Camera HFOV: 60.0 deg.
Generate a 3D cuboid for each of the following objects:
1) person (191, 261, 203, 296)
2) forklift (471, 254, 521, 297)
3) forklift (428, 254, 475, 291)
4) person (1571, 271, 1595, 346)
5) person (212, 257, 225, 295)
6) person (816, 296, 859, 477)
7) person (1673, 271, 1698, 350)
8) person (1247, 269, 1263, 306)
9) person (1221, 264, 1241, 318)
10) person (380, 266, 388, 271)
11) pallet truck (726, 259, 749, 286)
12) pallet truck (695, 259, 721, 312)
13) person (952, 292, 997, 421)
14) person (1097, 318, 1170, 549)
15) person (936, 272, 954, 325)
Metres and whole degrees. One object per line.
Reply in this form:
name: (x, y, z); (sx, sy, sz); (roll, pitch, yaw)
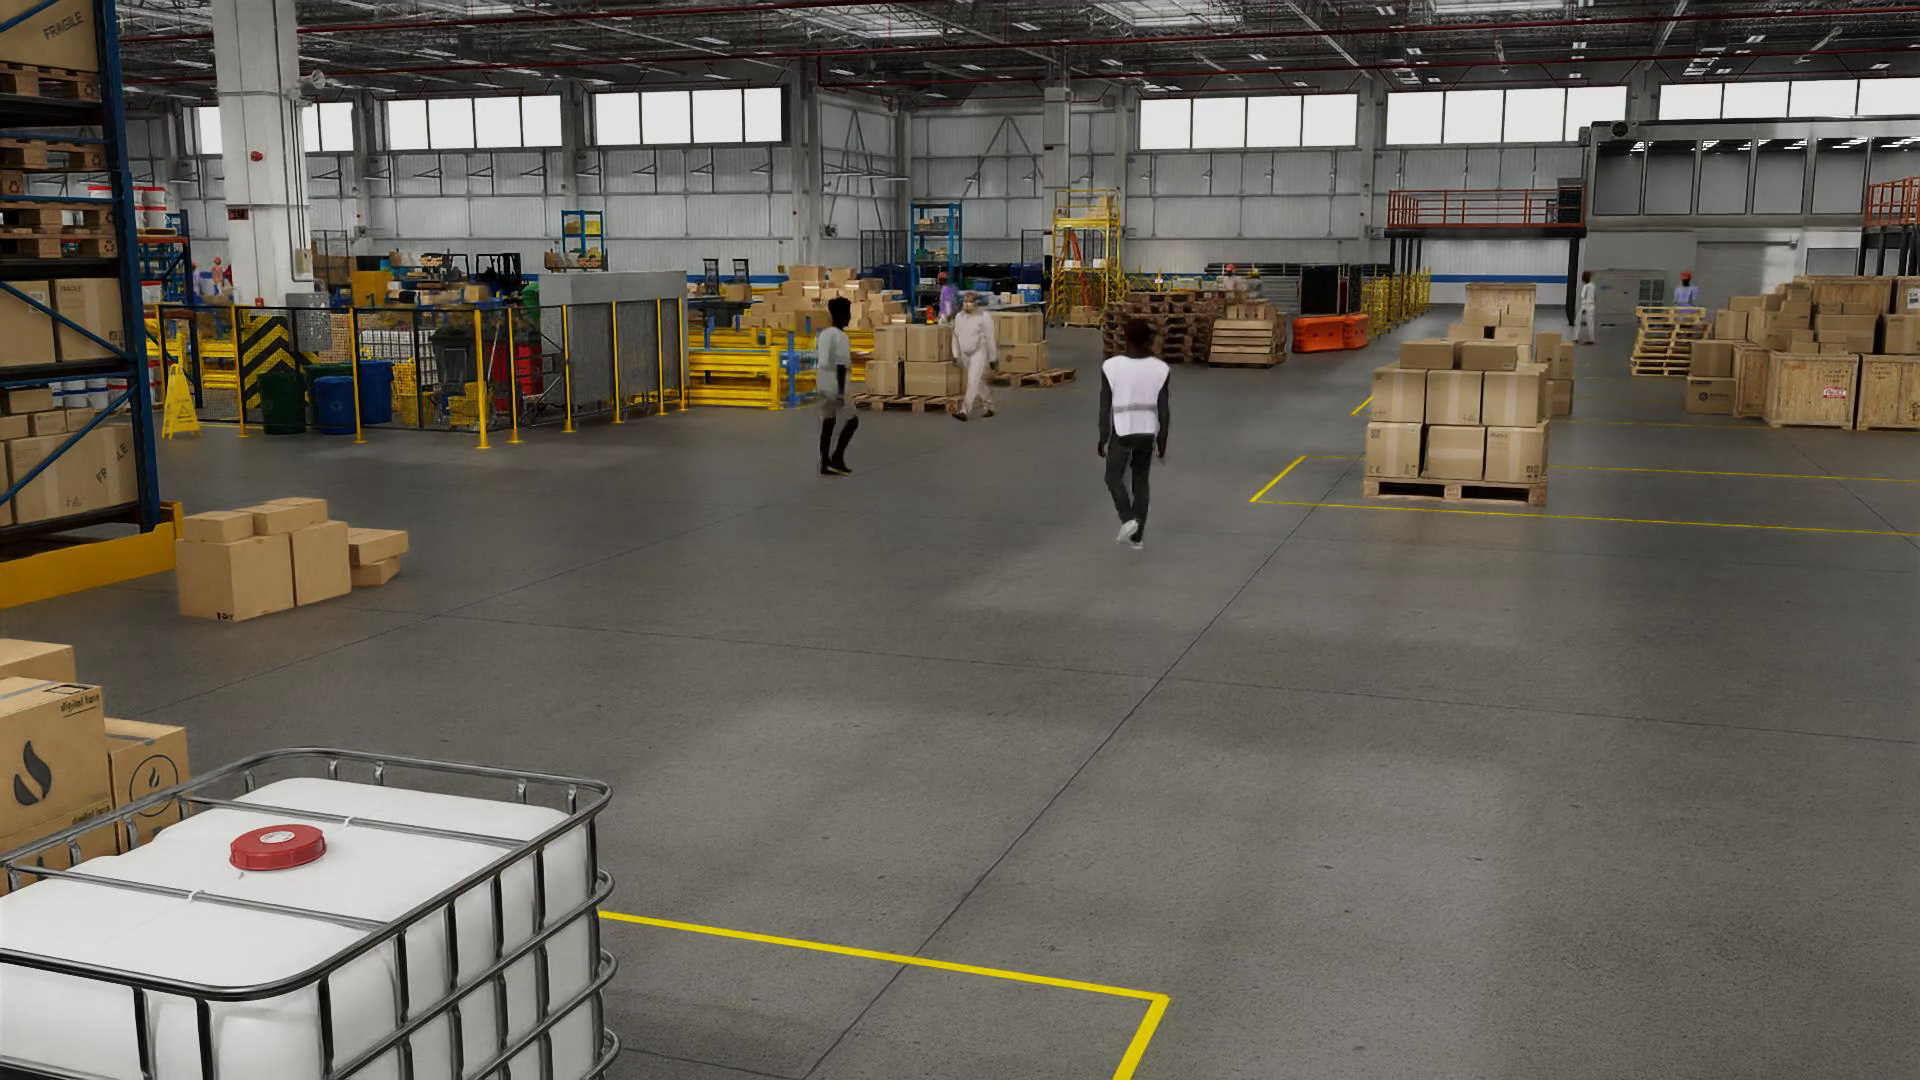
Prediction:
person: (-25.918, -8.479, 56.395); (1.109, 1.977, 0.639); (-9, 14, -42)
forklift: (-17.990, -10.121, 64.684); (1.157, 1.987, 2.680); (3, 11, 17)
forklift: (-20.133, -10.254, 65.465); (1.157, 1.987, 2.680); (3, 11, 19)
person: (15.499, -5.761, 41.407); (0.810, 1.854, 0.582); (0, 10, 1)
person: (-30.359, -10.575, 68.121); (0.610, 1.995, 0.375); (6, 11, 29)
person: (-1.321, -1.635, 17.885); (0.470, 1.950, 0.613); (-6, 12, -32)
person: (16.790, -5.281, 38.596); (0.552, 1.889, 0.975); (7, 12, 35)
person: (9.354, -7.730, 52.823); (0.516, 1.729, 0.352); (2, 10, 13)
person: (7.535, -6.727, 46.511); (0.622, 1.961, 0.819); (8, 13, 39)
person: (-20.039, -8.682, 58.118); (0.404, 1.752, 0.548); (-2, 10, -10)
pallet truck: (-7.986, -9.493, 62.019); (0.823, 1.965, 1.885); (3, 11, 17)
pallet truck: (-9.165, -9.627, 62.776); (0.823, 1.965, 1.885); (4, 11, 23)
person: (0.193, -2.637, 23.888); (0.616, 1.845, 1.087); (9, 14, 42)
person: (1.425, -0.868, 13.690); (0.617, 1.907, 0.447); (-2, 10, -12)
person: (-0.381, -5.258, 38.522); (1.019, 1.867, 0.572); (1, 10, 4)
